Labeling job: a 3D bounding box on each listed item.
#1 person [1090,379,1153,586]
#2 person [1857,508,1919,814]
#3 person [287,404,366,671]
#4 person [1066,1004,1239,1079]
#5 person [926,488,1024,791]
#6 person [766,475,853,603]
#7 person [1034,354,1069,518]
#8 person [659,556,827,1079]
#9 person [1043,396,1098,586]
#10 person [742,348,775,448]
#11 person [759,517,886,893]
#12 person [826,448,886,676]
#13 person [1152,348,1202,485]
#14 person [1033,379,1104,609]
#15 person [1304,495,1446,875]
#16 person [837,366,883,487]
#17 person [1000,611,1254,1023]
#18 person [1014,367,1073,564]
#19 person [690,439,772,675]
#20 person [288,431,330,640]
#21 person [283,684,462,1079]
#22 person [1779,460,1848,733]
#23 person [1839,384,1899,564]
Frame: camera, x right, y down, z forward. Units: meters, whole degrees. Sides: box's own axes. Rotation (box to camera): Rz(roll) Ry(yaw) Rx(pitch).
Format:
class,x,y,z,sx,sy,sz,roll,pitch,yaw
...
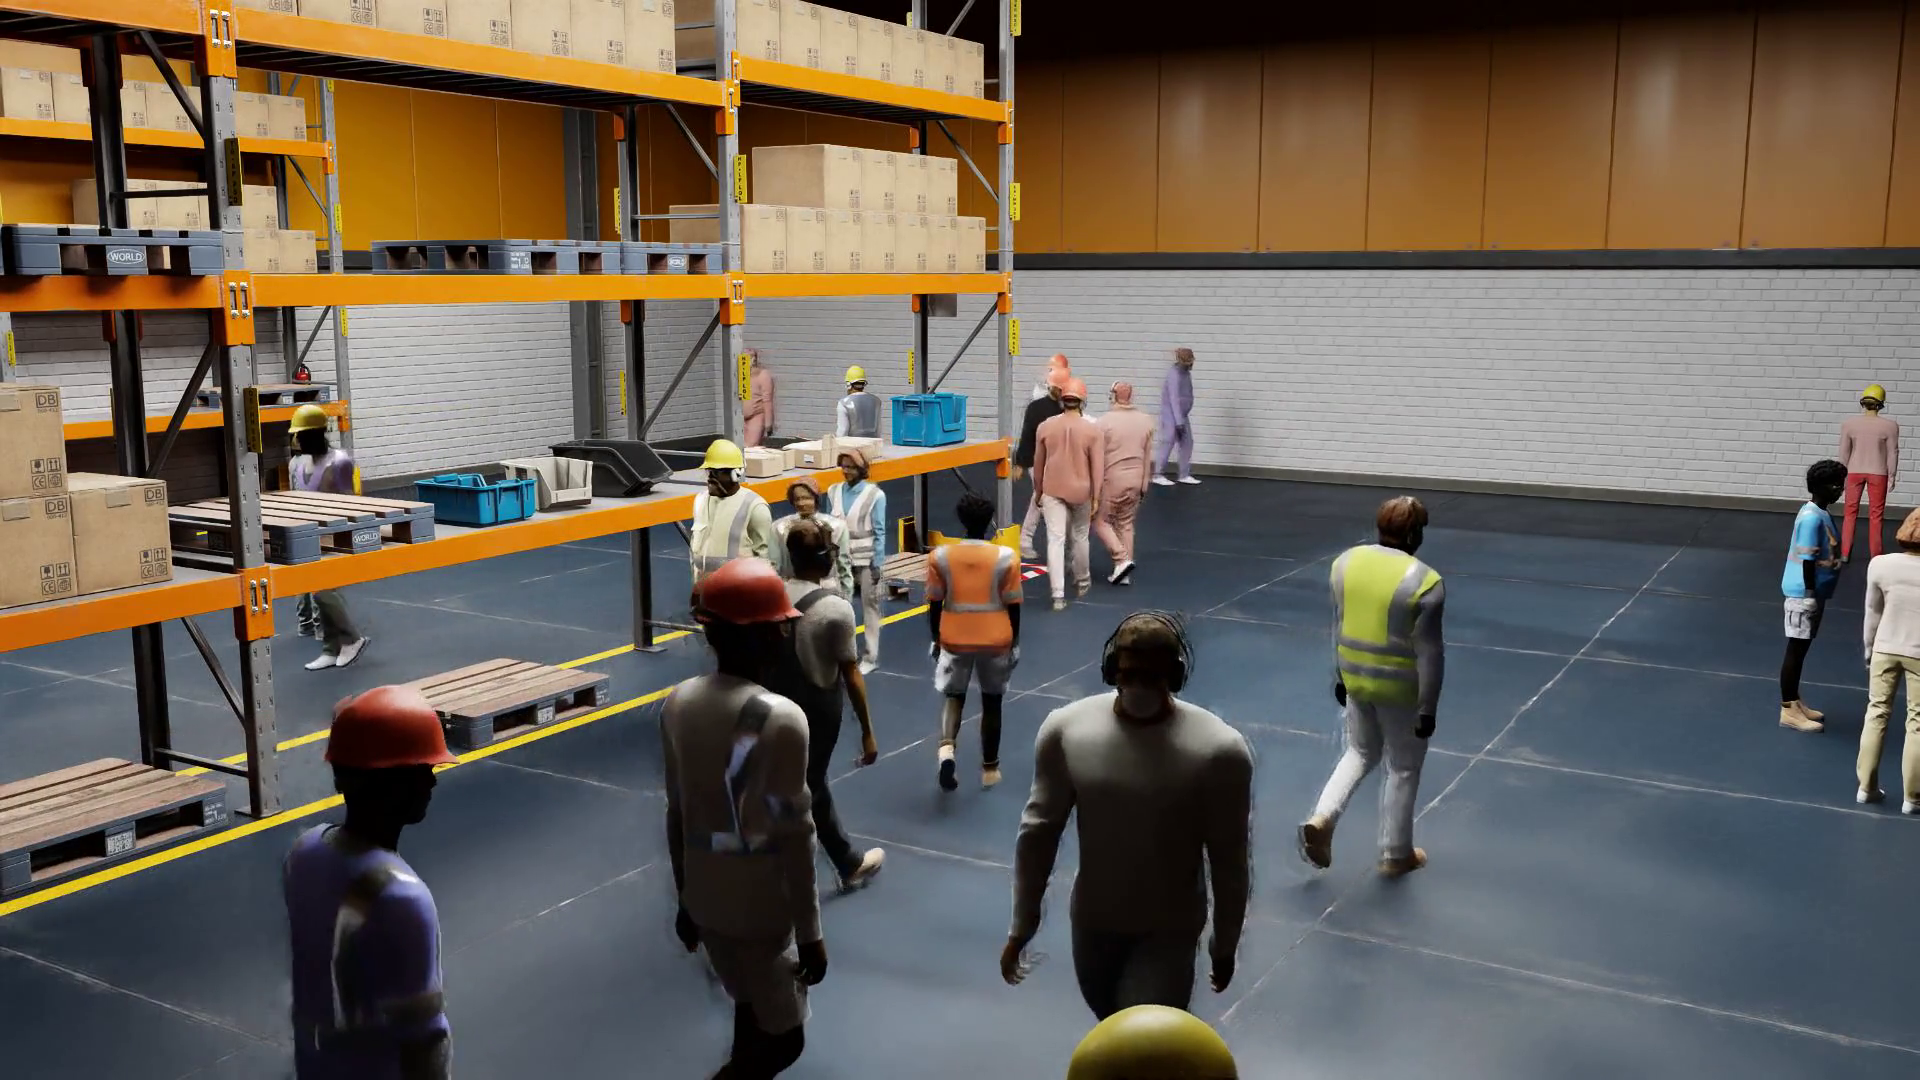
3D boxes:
class,x,y,z,sx,sy,sz,roll,pitch,yaw
person,1.446,-0.505,15.046,0.664,1.888,0.460,-6,11,-31
person,5.016,0.630,8.779,0.272,1.627,0.496,-7,11,-37
person,-4.558,-0.010,11.873,0.626,1.912,0.416,7,11,36
person,0.249,1.528,2.248,0.591,1.923,0.382,1,9,7
person,0.068,0.569,9.007,0.540,1.685,0.558,2,9,11
person,-0.919,0.410,10.140,0.531,1.623,0.371,0,9,-1
person,1.116,-1.175,19.096,0.564,1.924,0.446,0,9,-3
person,-0.684,1.061,4.858,0.739,2.029,0.626,-8,12,-40
person,1.059,-0.553,15.491,0.575,1.855,0.931,1,9,8
person,-2.695,-1.503,21.255,0.560,1.888,0.682,-8,12,-40
person,-0.621,0.790,7.272,0.528,1.789,0.982,7,11,36
person,-0.768,0.174,11.613,0.546,1.615,0.588,5,11,31
person,2.907,-1.627,22.170,0.766,1.850,0.672,4,10,25
person,0.932,-0.413,14.311,0.623,1.939,1.022,2,9,10
person,1.955,0.698,7.735,0.619,1.827,0.645,-7,11,-37
person,-1.128,-0.994,18.269,0.586,1.835,0.403,-7,12,-39
person,0.453,1.146,4.722,0.647,1.887,1.008,5,10,27
person,0.902,-0.719,16.283,1.043,1.914,0.669,9,13,44
person,-1.436,0.294,10.227,0.587,1.835,0.404,6,11,32
person,-5.015,-0.097,12.952,0.484,1.745,0.298,8,12,41
person,-1.291,1.280,3.807,0.411,1.916,0.575,-8,12,-42
person,5.320,0.336,10.404,0.322,1.692,0.534,6,11,32
person,8.837,-0.628,16.198,0.522,1.768,0.312,7,12,38
